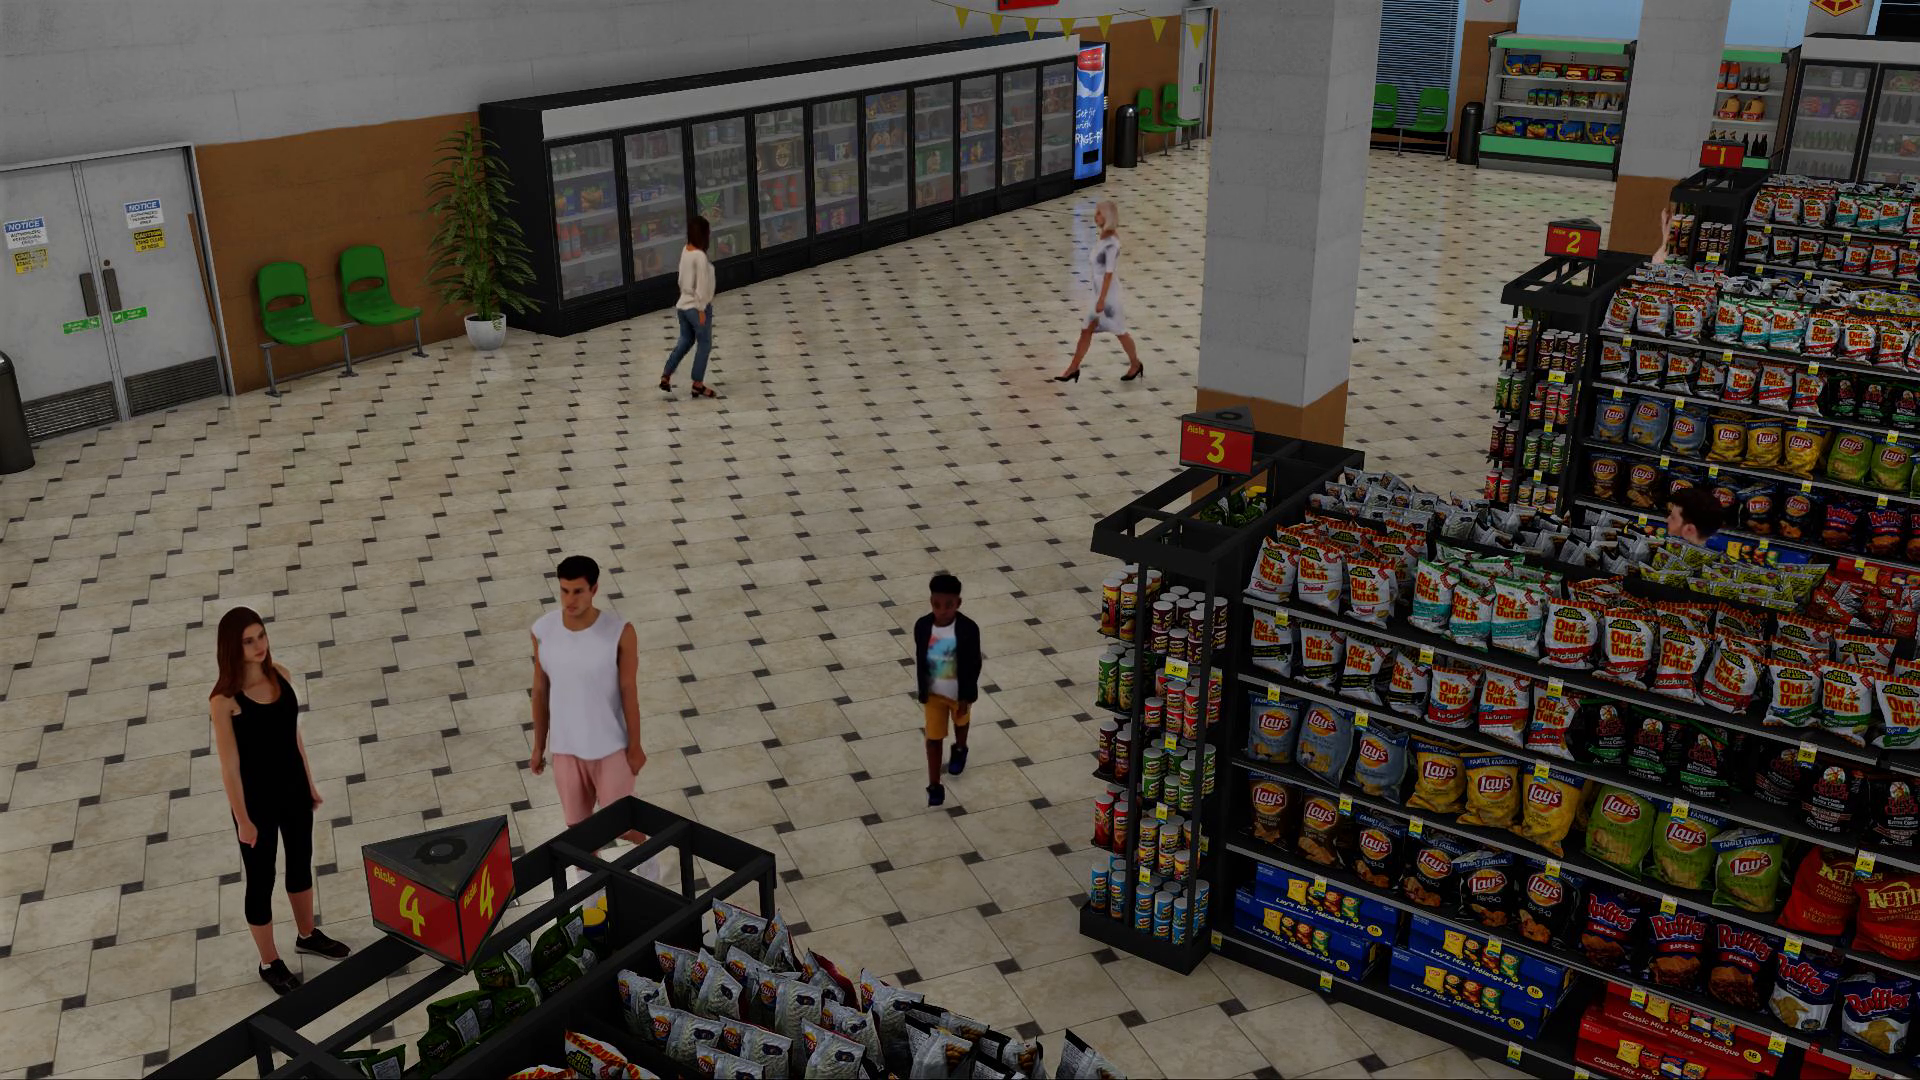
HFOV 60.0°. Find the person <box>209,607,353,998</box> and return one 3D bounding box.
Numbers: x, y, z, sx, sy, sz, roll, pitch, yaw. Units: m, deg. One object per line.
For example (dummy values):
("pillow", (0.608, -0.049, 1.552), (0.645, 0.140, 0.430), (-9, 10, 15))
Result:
("person", (-2.912, 1.078, 7.018), (0.560, 1.726, 0.599), (9, 24, 22))

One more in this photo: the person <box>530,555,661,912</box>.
("person", (-1.621, 0.876, 7.456), (0.893, 1.776, 0.891), (5, 22, 13))

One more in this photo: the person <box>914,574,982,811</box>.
("person", (-0.044, 0.720, 8.565), (0.923, 1.239, 0.843), (3, 22, 7))

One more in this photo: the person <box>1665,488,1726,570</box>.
("person", (3.465, 0.683, 7.820), (1.220, 1.861, 0.758), (13, 25, 30))

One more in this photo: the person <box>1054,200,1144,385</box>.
("person", (1.424, -2.232, 15.291), (1.097, 1.700, 1.079), (-5, 22, -13))

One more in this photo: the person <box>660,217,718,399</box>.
("person", (-2.432, -2.061, 14.927), (0.880, 1.655, 0.840), (-14, 26, -31))

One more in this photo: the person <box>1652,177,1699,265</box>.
("person", (6.652, -2.525, 15.918), (1.035, 1.776, 0.985), (-6, 23, -15))
